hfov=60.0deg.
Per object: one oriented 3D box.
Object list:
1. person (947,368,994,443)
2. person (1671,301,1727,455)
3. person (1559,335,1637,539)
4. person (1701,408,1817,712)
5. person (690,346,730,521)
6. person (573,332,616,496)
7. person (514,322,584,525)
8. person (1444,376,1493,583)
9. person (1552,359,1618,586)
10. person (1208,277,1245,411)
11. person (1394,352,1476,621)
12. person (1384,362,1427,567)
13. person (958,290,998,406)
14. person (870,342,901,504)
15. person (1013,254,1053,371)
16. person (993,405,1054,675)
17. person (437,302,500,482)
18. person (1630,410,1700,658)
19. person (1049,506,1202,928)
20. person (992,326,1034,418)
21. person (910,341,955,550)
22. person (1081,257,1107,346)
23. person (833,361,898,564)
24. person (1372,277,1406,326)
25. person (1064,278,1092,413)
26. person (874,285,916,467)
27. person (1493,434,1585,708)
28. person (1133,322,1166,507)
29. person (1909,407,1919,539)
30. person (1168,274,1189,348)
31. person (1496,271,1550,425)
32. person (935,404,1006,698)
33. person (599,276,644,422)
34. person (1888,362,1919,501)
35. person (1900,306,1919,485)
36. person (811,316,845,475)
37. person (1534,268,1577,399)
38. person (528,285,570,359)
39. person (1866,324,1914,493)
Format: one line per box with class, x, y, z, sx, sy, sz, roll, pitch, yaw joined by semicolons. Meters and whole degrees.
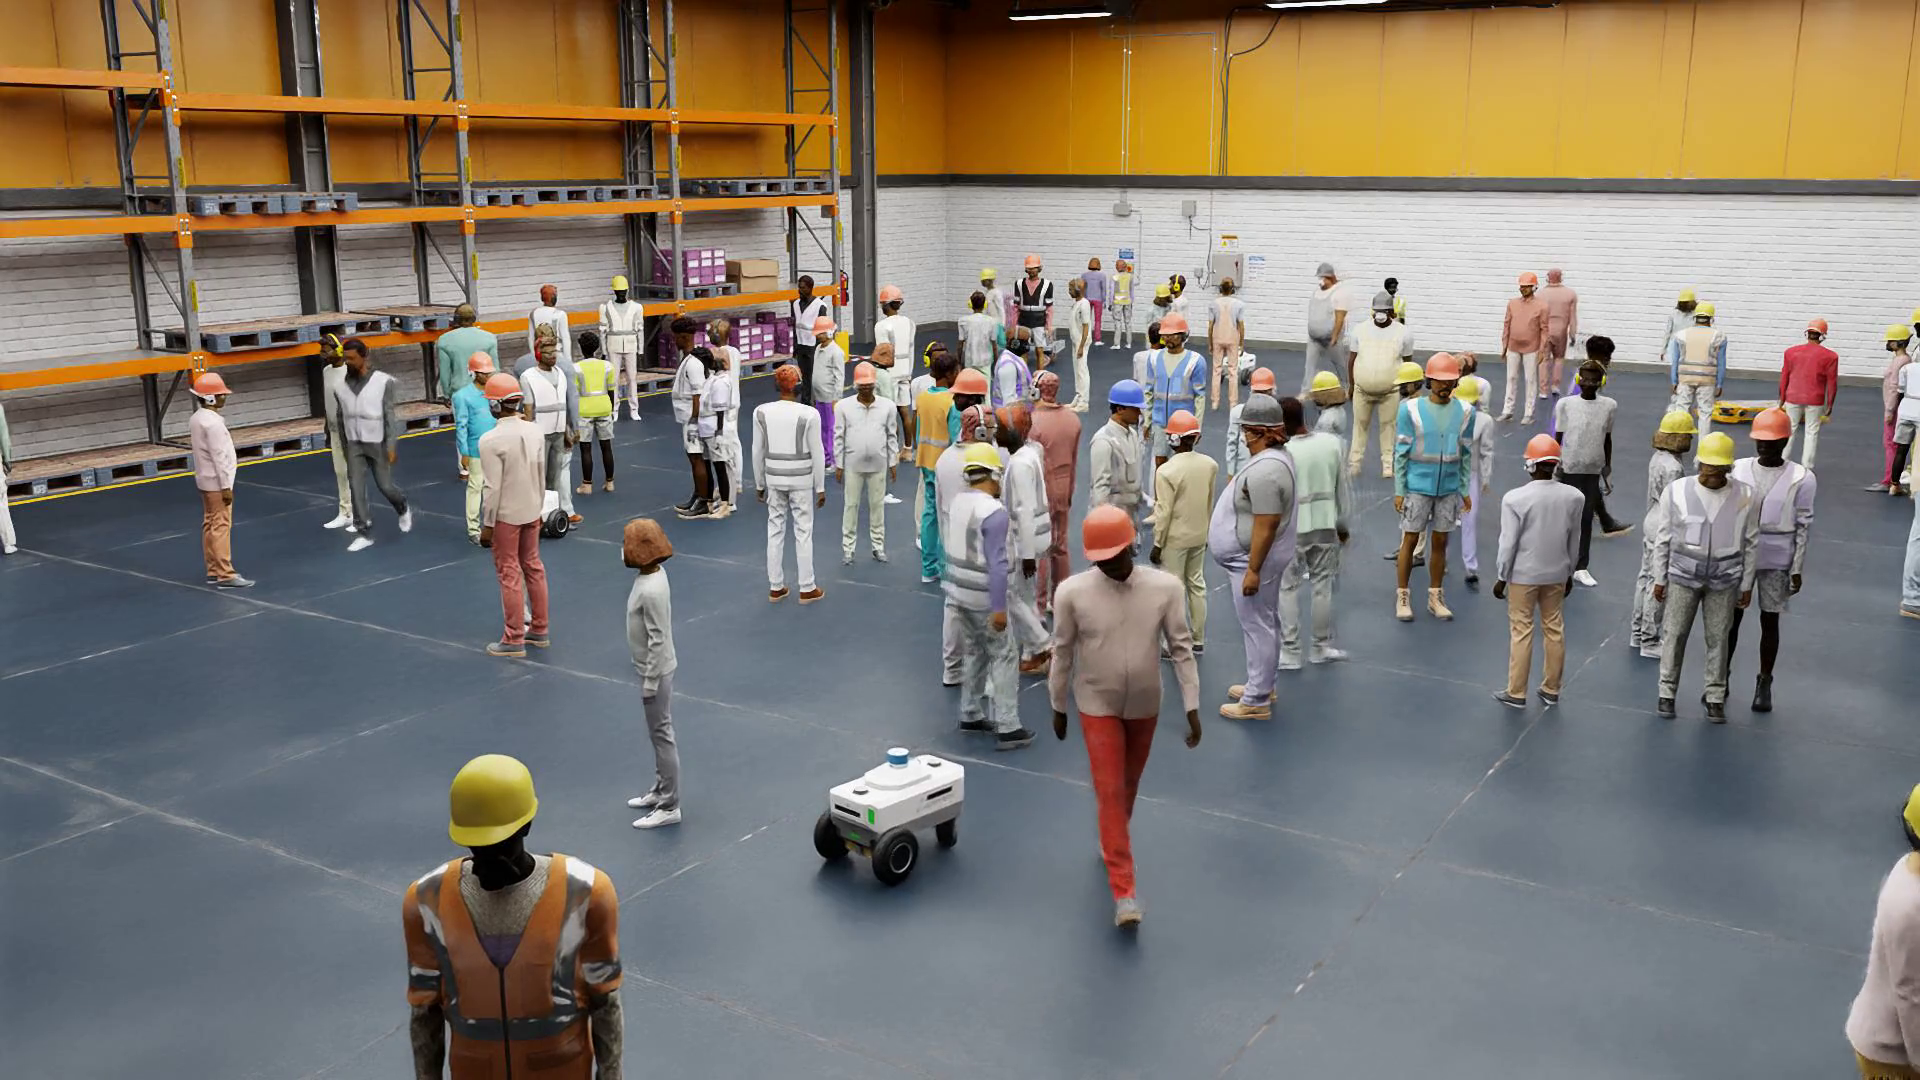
person;0.081;-0.307;12.353;0.350;1.942;0.542;-1;13;-5
person;8.581;-1.856;19.346;0.591;1.824;0.404;9;16;34
person;5.666;-0.906;15.045;0.926;1.902;0.638;6;14;23
person;5.043;0.124;10.493;0.547;1.938;0.378;9;16;35
person;-2.436;-1.035;16.068;0.530;1.688;0.324;11;17;40
person;-3.809;-1.305;17.221;0.541;1.696;0.315;-10;16;-36
person;-3.879;-1.084;15.732;0.637;1.938;0.357;4;13;15
person;4.096;-0.502;13.697;0.556;1.712;0.726;3;13;11
person;5.068;-0.542;13.546;0.516;1.865;0.325;0;13;1
person;3.660;-2.689;22.897;0.506;1.846;0.346;4;13;15
person;3.564;-0.395;12.511;0.605;2.045;0.385;-1;13;-3
person;3.850;-0.651;14.260;0.342;1.754;0.535;-3;13;-13
person;0.216;-2.131;20.448;0.511;1.863;0.327;0;13;1
person;-0.774;-1.190;16.858;0.266;1.631;0.507;-4;14;-17
person;1.078;-3.223;24.779;0.605;2.045;0.379;3;13;13
person;0.412;0.028;11.079;0.417;1.864;0.641;0;13;1
person;-5.268;-1.586;17.910;0.630;1.940;0.372;-4;14;-17
person;4.949;-0.045;11.651;0.296;1.743;0.492;2;13;8
person;0.765;0.777;7.710;0.654;1.915;1.037;-3;13;-12
person;0.540;-1.200;16.470;0.429;1.836;0.626;2;13;8
person;-0.208;-0.838;14.817;0.507;1.872;0.329;-10;16;-36
person;2.491;-4.433;30.928;0.504;1.632;0.270;6;14;24
person;-0.804;-0.664;14.313;0.564;1.752;0.339;-2;13;-11
person;6.463;-3.115;25.098;0.537;1.689;0.320;-2;13;-8
person;1.628;-2.666;22.816;0.344;1.839;0.505;-2;13;-7
person;-0.772;-1.856;18.852;0.394;2.042;0.611;10;17;38
person;3.654;0.196;10.583;0.563;1.752;0.341;-3;13;-11
person;1.943;-1.254;16.664;0.346;1.857;0.523;-13;18;-43
person;7.895;-0.512;13.322;0.638;1.909;0.408;-11;17;-39
person;2.997;-2.740;23.066;0.315;1.869;0.534;3;13;12
person;7.393;-2.517;21.827;0.608;1.995;0.377;11;17;40
person;0.106;0.066;10.814;0.401;1.906;0.651;-8;15;-30
person;-4.471;-2.532;22.038;0.587;1.928;0.362;-4;14;-17
person;9.793;-1.239;16.960;0.322;1.686;0.540;-7;15;-26
person;10.258;-1.545;17.777;0.381;1.917;0.584;6;14;24
person;-1.482;-1.606;18.407;0.328;1.750;0.560;-8;15;-33
person;8.585;-3.010;24.191;0.687;1.880;0.719;4;13;16
person;-5.177;-2.283;21.059;0.576;1.881;0.354;5;14;20
person;9.734;-1.370;17.370;0.344;1.761;0.526;9;16;34
